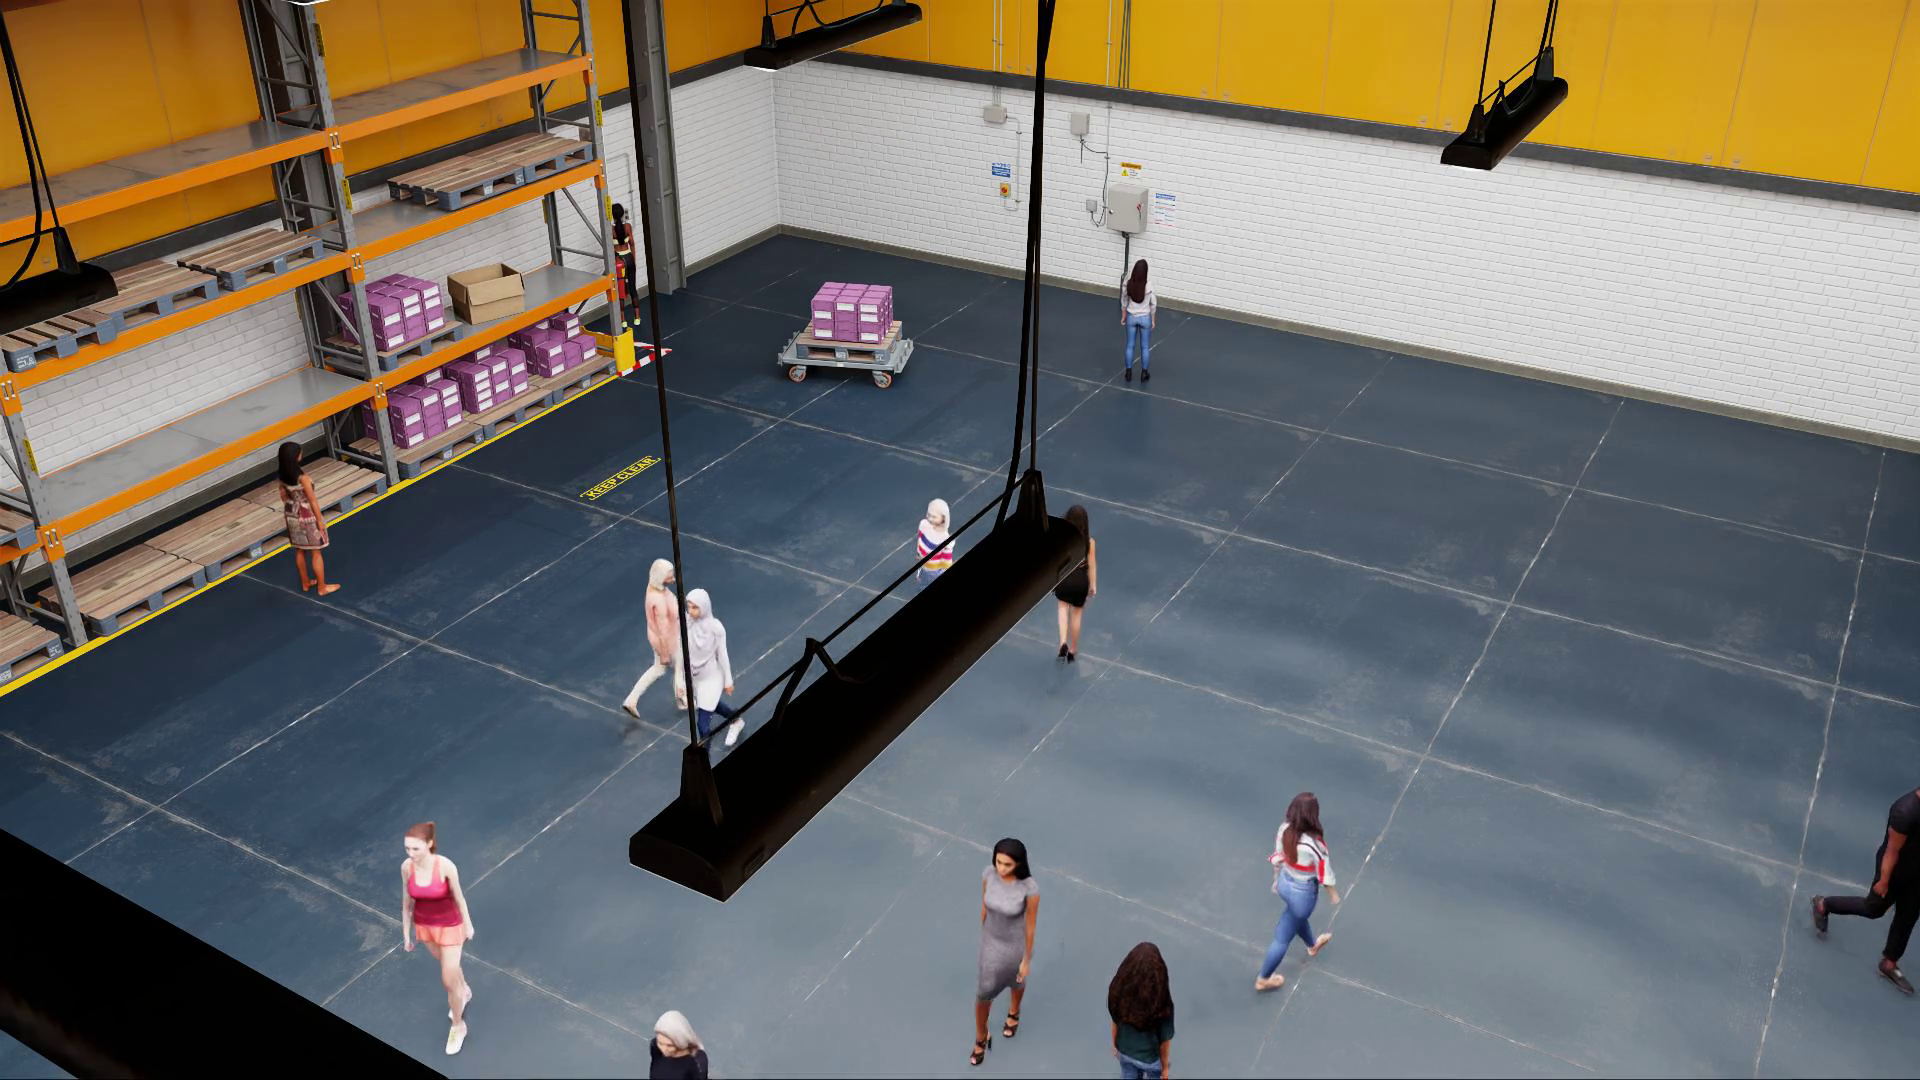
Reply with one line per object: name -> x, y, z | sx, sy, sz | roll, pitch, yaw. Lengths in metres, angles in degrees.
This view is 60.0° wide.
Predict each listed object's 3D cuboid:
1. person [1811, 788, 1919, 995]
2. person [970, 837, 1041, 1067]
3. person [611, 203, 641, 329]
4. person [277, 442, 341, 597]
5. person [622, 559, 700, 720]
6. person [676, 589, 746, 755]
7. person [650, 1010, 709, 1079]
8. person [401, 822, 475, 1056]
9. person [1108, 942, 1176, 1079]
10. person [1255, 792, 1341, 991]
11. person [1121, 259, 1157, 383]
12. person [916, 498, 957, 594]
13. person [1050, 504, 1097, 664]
person -> 6.616, 2.302, 11.854 | 1.161, 1.798, 1.125 | -13, 31, -23
person -> 0.365, 2.677, 11.207 | 0.632, 1.761, 0.836 | 12, 31, 20
person -> -4.687, -3.829, 23.138 | 0.605, 1.755, 0.702 | -14, 32, -24
person -> -6.578, -0.221, 16.641 | 0.656, 1.644, 0.527 | 14, 32, 24
person -> -2.656, 0.896, 14.555 | 1.106, 1.681, 1.022 | -12, 31, -21
person -> -2.107, 1.143, 14.044 | 0.601, 1.736, 1.137 | 15, 32, 26
person -> -1.572, 3.414, 9.913 | 0.652, 1.704, 1.184 | 12, 31, 21
person -> -3.520, 2.594, 11.391 | 0.747, 1.729, 0.921 | 5, 29, 9
person -> 1.097, 3.232, 10.352 | 0.583, 1.605, 0.615 | 15, 32, 26
person -> 2.299, 2.516, 11.699 | 1.101, 1.572, 0.907 | -16, 32, -26
person -> 2.305, -2.833, 21.440 | 0.659, 1.633, 0.613 | 6, 29, 11
person -> -0.163, 0.373, 15.404 | 1.059, 1.786, 0.936 | -16, 32, -26
person -> 1.025, 0.469, 15.384 | 0.680, 1.635, 0.698 | 5, 29, 8
